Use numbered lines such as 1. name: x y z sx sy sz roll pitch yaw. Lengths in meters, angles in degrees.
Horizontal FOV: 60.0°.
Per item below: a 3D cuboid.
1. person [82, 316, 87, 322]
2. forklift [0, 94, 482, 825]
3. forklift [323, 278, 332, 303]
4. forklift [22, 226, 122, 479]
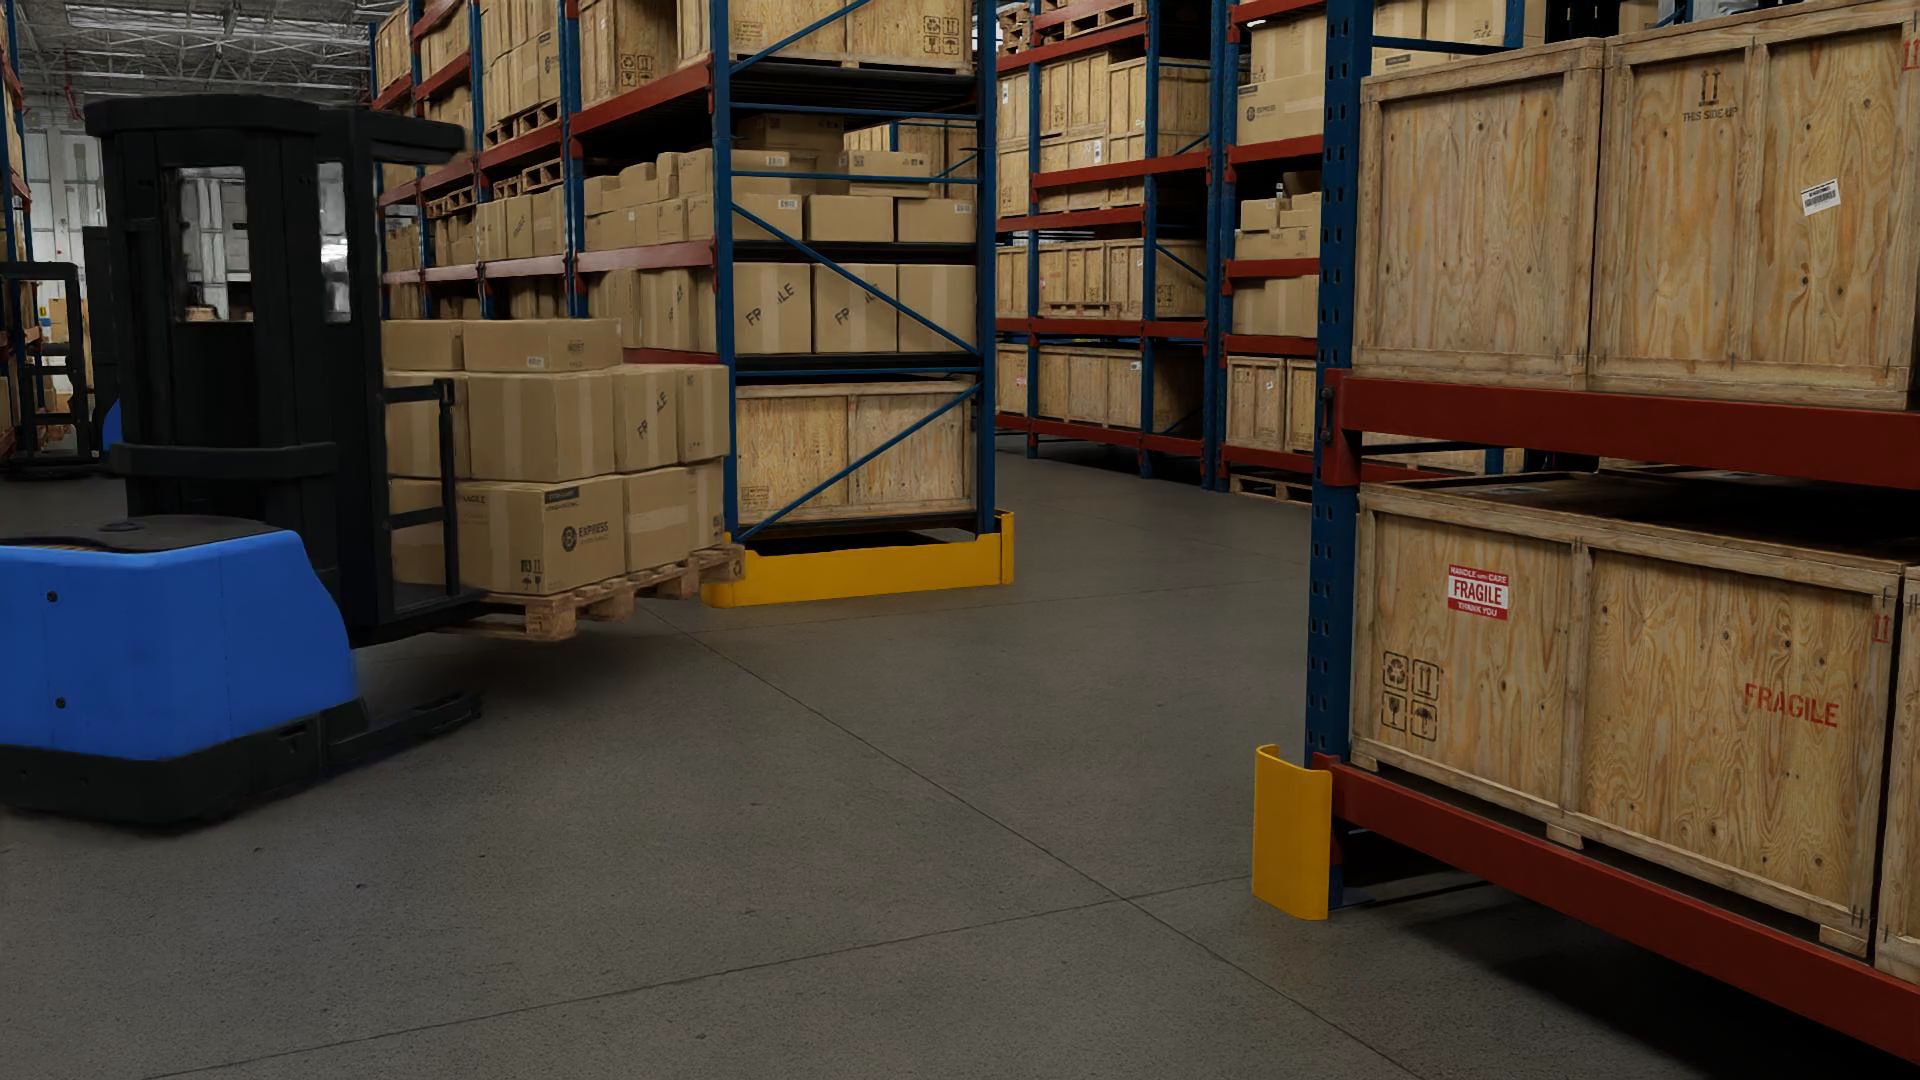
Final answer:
1. person: -20.972 -4.558 39.843 0.566 1.619 0.529 0 8 -2
2. forklift: -3.105 -0.420 6.985 1.129 2.768 1.873 3 9 20
3. forklift: -16.624 -5.900 44.776 1.129 2.768 1.873 -5 9 -29
4. forklift: -9.741 -2.168 19.037 1.873 2.768 1.129 -4 9 -26
